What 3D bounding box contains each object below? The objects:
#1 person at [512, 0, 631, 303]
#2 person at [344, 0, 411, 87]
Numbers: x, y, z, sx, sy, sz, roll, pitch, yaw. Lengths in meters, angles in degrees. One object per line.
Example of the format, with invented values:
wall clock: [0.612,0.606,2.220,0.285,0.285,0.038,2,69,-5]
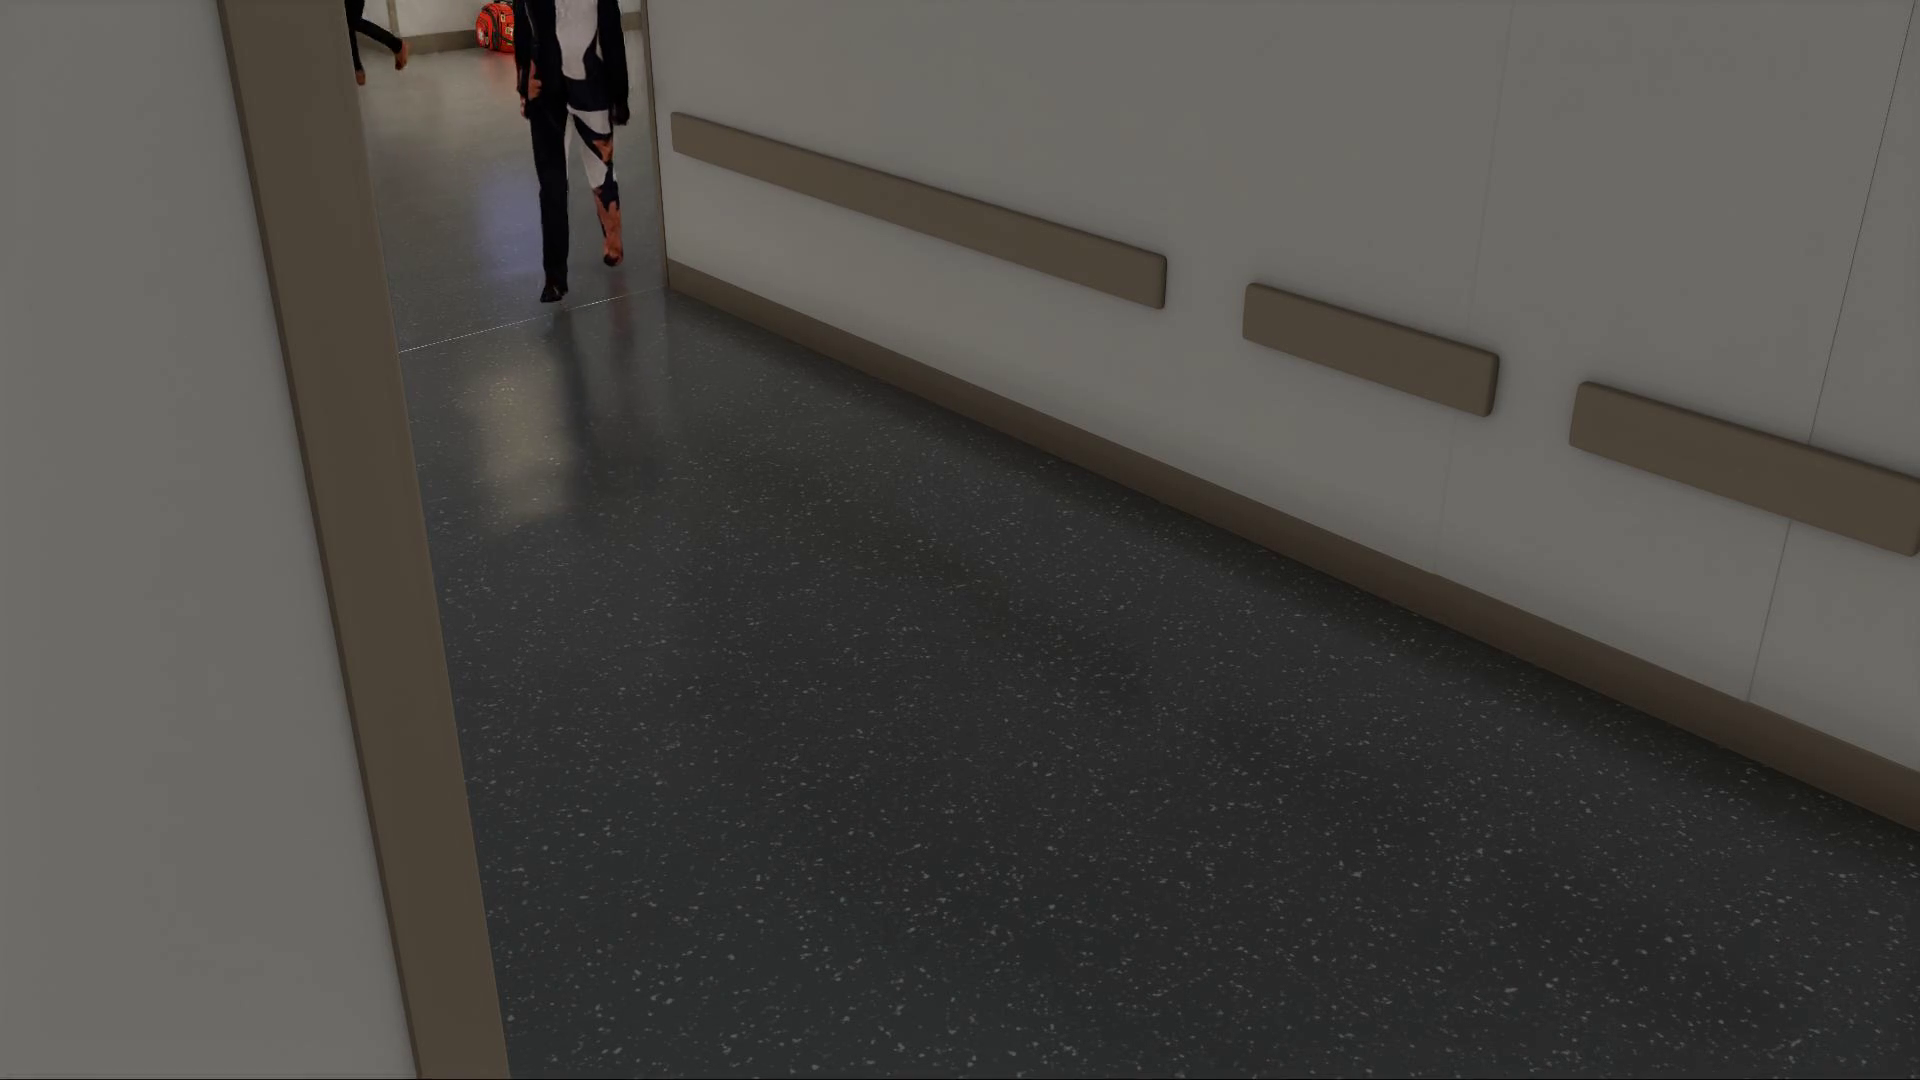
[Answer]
person: [-1.844,-2.141,8.038,1.255,1.842,1.241,-1,26,-1]
person: [-4.641,-4.340,12.833,0.843,1.640,0.698,-19,32,-34]
